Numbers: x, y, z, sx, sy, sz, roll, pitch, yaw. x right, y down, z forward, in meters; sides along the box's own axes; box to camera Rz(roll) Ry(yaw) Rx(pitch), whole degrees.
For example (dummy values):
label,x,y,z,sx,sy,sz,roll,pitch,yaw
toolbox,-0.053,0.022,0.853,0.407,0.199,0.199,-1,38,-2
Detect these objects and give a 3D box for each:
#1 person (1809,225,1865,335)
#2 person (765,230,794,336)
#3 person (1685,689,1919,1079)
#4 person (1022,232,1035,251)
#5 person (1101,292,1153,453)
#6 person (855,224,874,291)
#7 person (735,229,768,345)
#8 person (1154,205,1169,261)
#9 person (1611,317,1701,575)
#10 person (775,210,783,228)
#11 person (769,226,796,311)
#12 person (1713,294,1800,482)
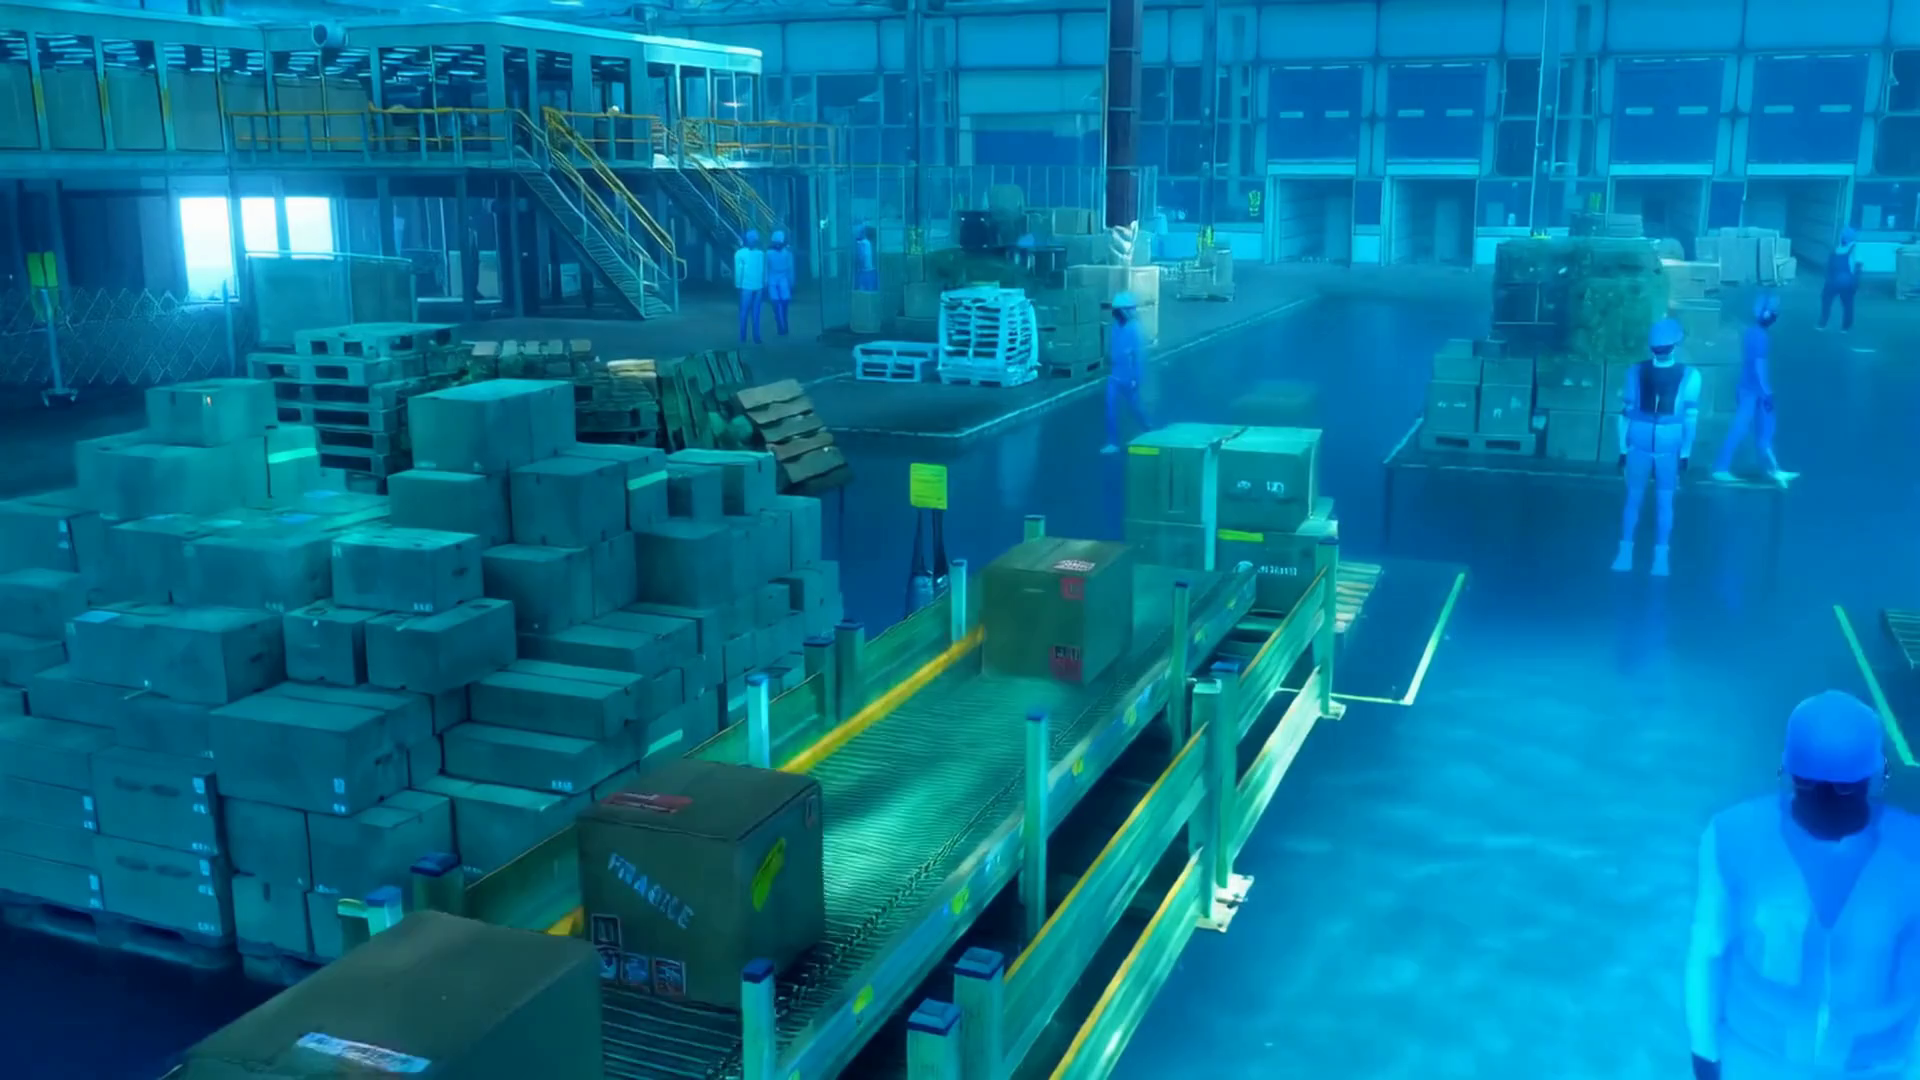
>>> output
label,x,y,z,sx,sy,sz,roll,pitch,yaw
person,16.062,-4.757,30.424,0.876,2.000,0.704,-5,14,-23
person,-3.314,-4.687,30.403,0.557,1.901,0.881,0,13,-2
person,2.109,1.220,4.130,0.594,1.812,0.758,5,14,22
person,1.358,-4.718,30.631,0.580,1.870,0.589,-4,13,-16
person,1.810,-1.810,17.928,0.494,1.723,0.630,12,17,43
person,-1.960,-5.480,33.973,0.389,1.910,0.591,1,13,4
person,-3.611,-4.381,28.839,0.612,1.995,0.382,-11,16,-40
person,6.233,-9.468,51.811,0.752,1.913,0.662,9,15,35
person,5.214,-0.702,12.473,0.544,1.937,0.358,7,14,29
person,-5.365,-8.808,49.074,1.003,1.835,0.596,4,13,17
person,-3.885,-5.855,35.903,0.517,1.807,0.955,7,14,27
person,7.774,-1.440,16.020,0.885,1.830,0.527,5,14,22
